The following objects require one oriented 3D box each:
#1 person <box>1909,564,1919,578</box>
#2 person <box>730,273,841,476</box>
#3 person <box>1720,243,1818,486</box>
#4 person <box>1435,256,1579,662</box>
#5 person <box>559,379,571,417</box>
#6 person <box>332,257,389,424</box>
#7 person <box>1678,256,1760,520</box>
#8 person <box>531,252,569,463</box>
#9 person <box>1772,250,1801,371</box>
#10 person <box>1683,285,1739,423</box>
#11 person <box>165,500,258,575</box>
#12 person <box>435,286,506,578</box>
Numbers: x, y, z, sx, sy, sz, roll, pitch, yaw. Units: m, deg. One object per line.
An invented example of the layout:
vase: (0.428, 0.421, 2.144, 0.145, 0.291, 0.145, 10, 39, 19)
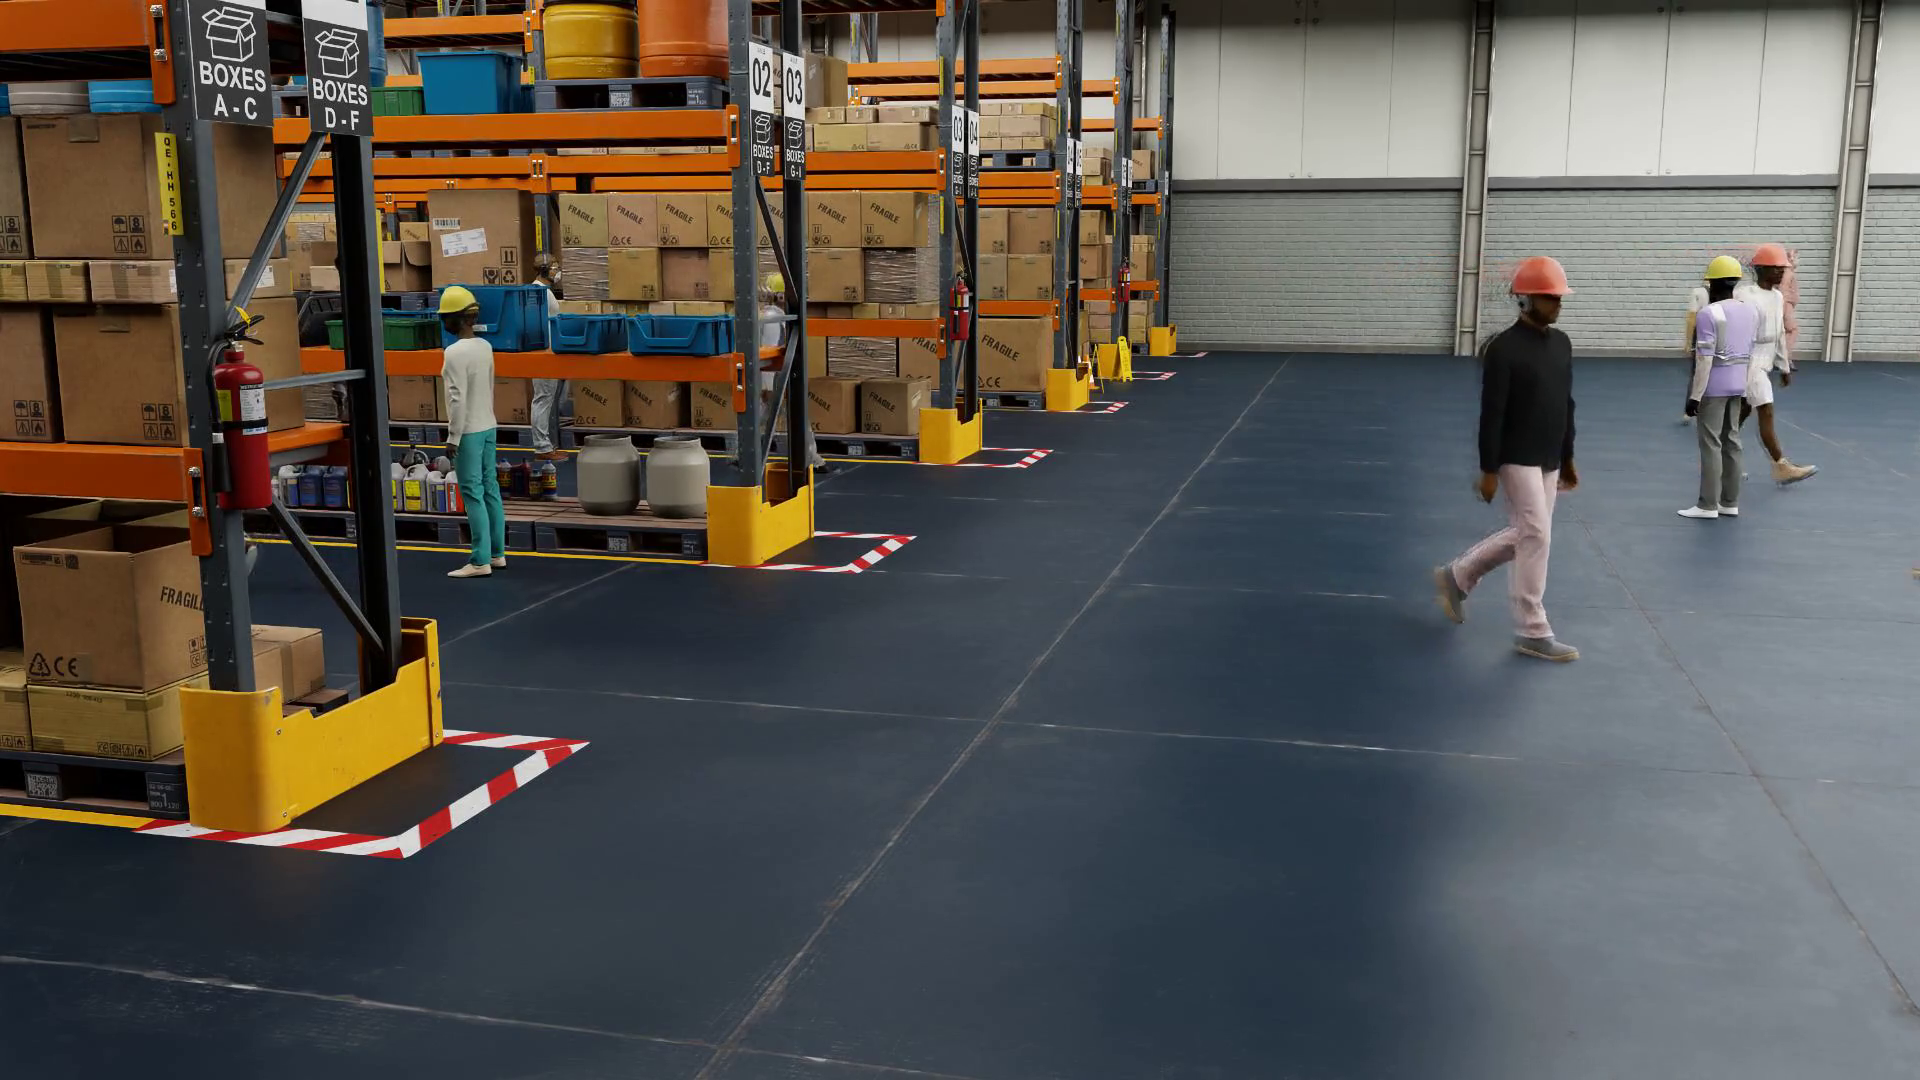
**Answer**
person: (6.042, -0.688, 9.755, 0.850, 1.955, 0.698, 6, 12, 29)
person: (-1.565, -1.425, 14.392, 0.976, 1.779, 0.583, 0, 10, -3)
person: (6.773, -1.446, 13.847, 0.635, 2.000, 0.983, -9, 13, -40)
person: (2.764, -0.424, 8.297, 0.614, 1.967, 0.841, -9, 13, -40)
person: (-4.369, -2.264, 18.891, 0.941, 1.825, 0.541, 4, 11, 23)
person: (-4.686, -1.267, 12.960, 0.361, 1.964, 0.614, 3, 11, 16)
person: (5.555, -1.110, 12.204, 0.594, 1.924, 0.381, -5, 12, -28)
person: (-3.831, -1.677, 15.345, 0.363, 1.934, 0.626, -2, 10, -13)
person: (13.009, -3.602, 26.117, 0.663, 1.884, 0.649, 2, 11, 13)
person: (8.282, -2.149, 18.285, 0.525, 1.804, 0.523, 5, 11, 26)
person: (-4.432, -0.494, 9.656, 0.472, 1.621, 0.506, 2, 11, 13)
person: (-2.994, -0.650, 10.108, 0.326, 1.765, 0.533, 2, 10, 9)
